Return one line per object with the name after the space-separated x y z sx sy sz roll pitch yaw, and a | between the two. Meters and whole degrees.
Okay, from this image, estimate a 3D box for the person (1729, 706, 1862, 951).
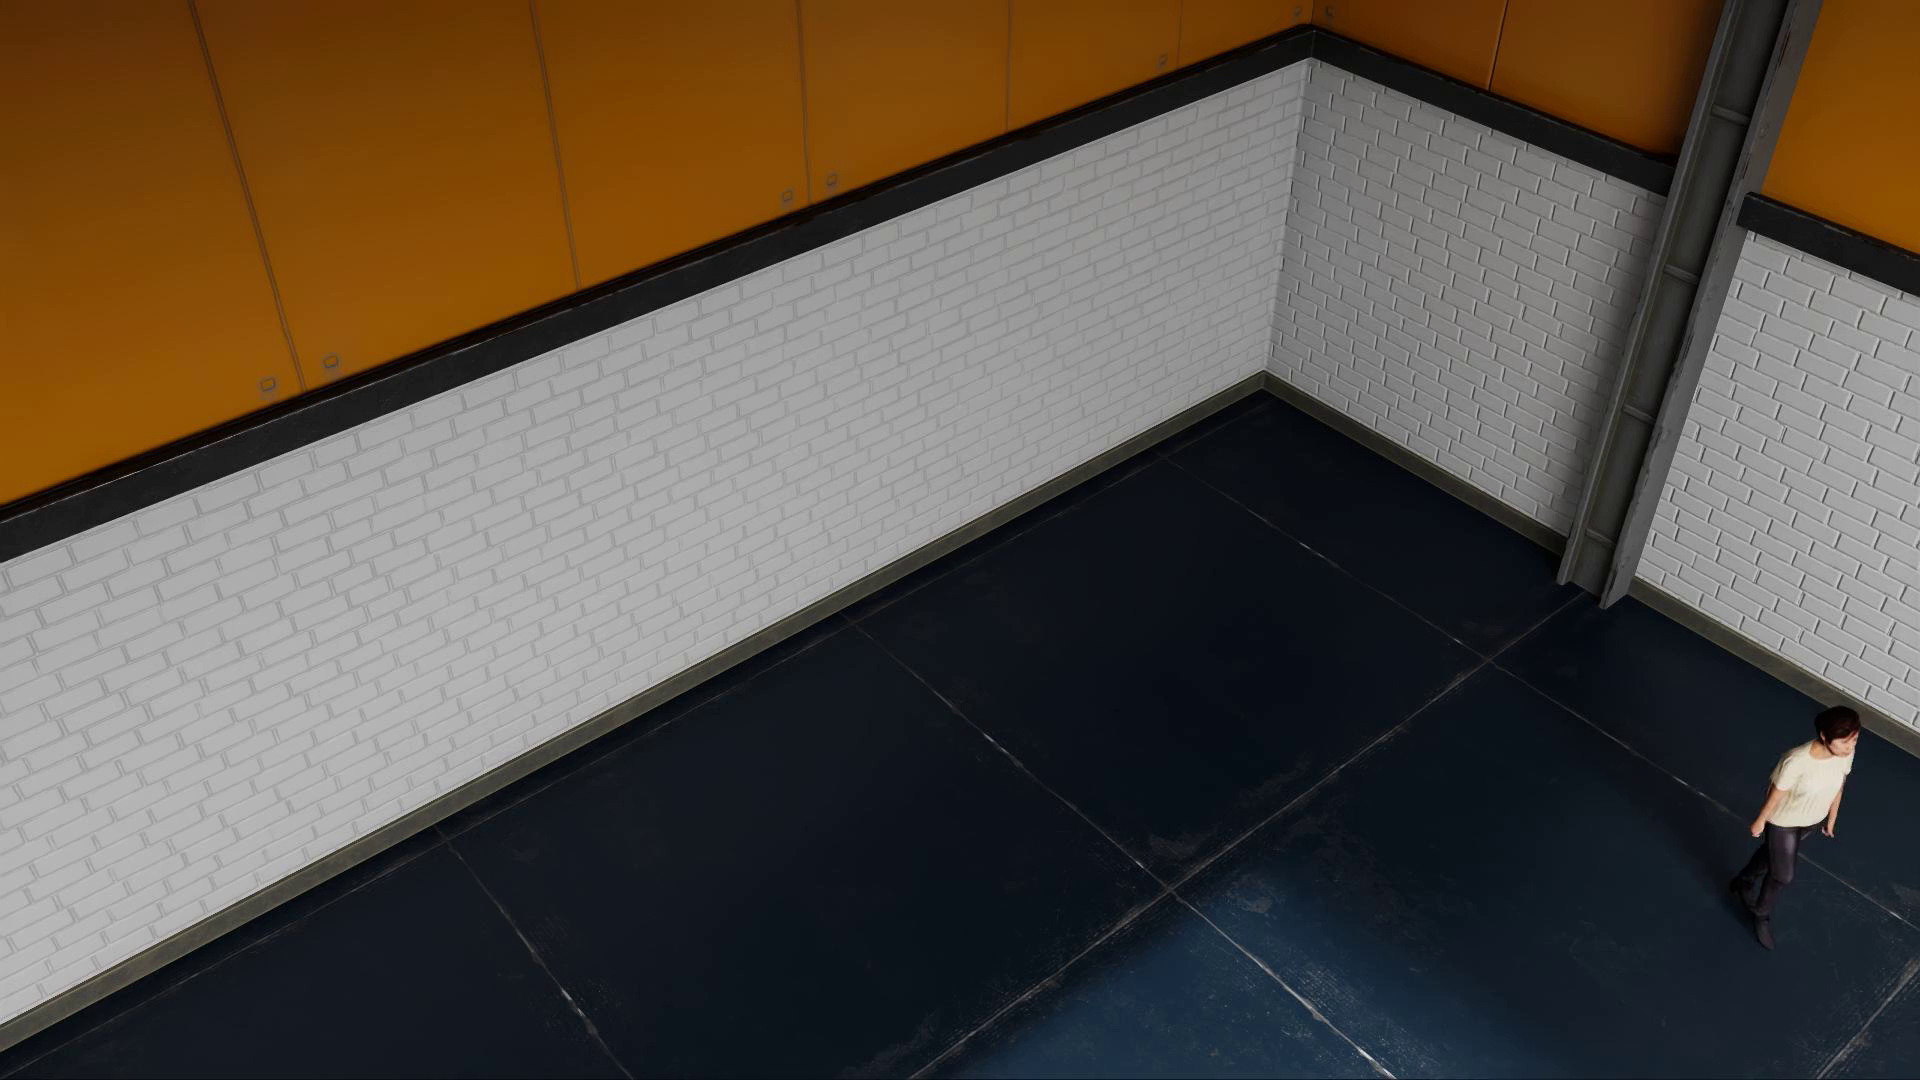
4.423 1.441 8.935 0.721 1.572 0.784 -13 40 -16 | person
